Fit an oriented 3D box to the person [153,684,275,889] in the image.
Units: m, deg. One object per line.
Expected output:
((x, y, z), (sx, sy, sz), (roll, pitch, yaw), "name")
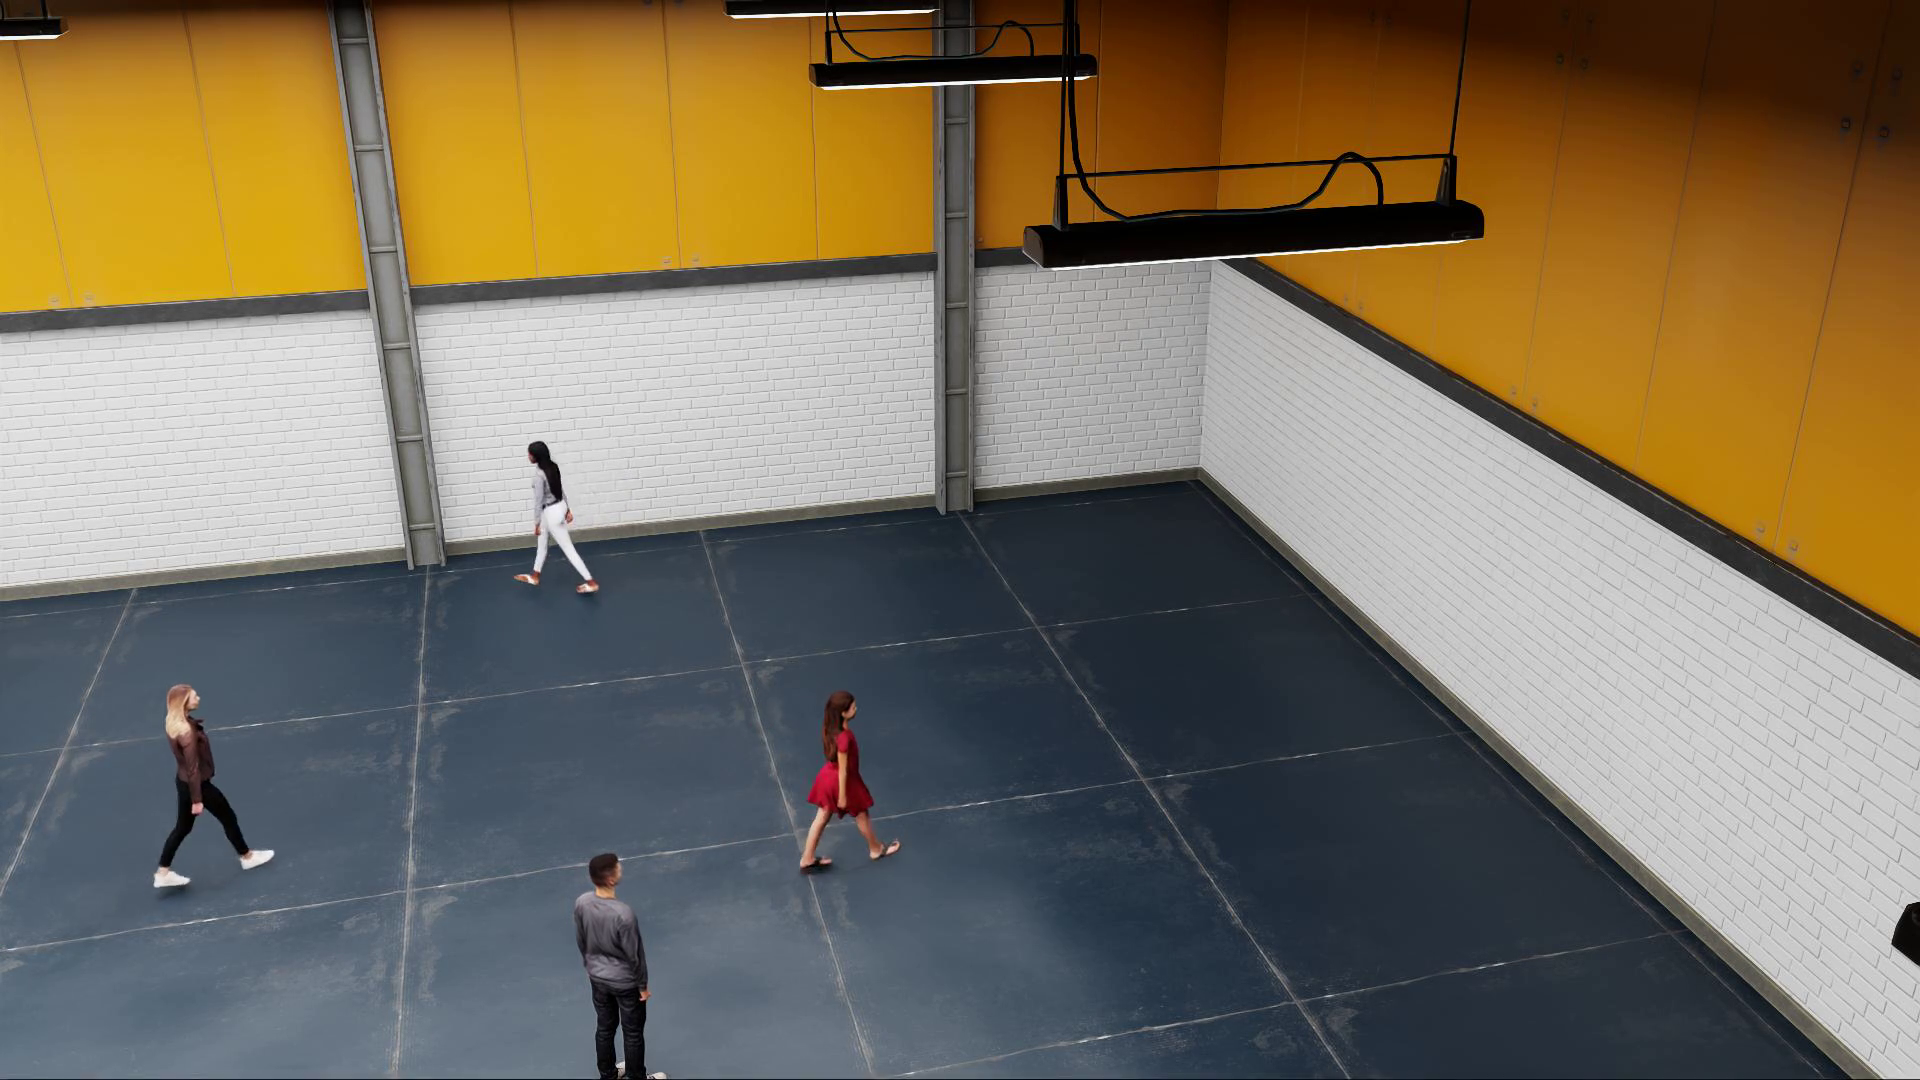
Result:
((-5.824, 1.884, 12.476), (1.182, 1.664, 0.910), (-17, 29, -34), "person")

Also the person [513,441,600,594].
((-4.118, -0.206, 17.246), (1.255, 1.674, 0.930), (5, 24, 11), "person")

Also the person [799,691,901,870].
((-0.986, 1.871, 12.698), (1.058, 1.511, 0.634), (-9, 25, -20), "person")

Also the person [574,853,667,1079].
((-2.156, 2.732, 10.416), (0.671, 1.761, 0.757), (10, 25, 21), "person")
